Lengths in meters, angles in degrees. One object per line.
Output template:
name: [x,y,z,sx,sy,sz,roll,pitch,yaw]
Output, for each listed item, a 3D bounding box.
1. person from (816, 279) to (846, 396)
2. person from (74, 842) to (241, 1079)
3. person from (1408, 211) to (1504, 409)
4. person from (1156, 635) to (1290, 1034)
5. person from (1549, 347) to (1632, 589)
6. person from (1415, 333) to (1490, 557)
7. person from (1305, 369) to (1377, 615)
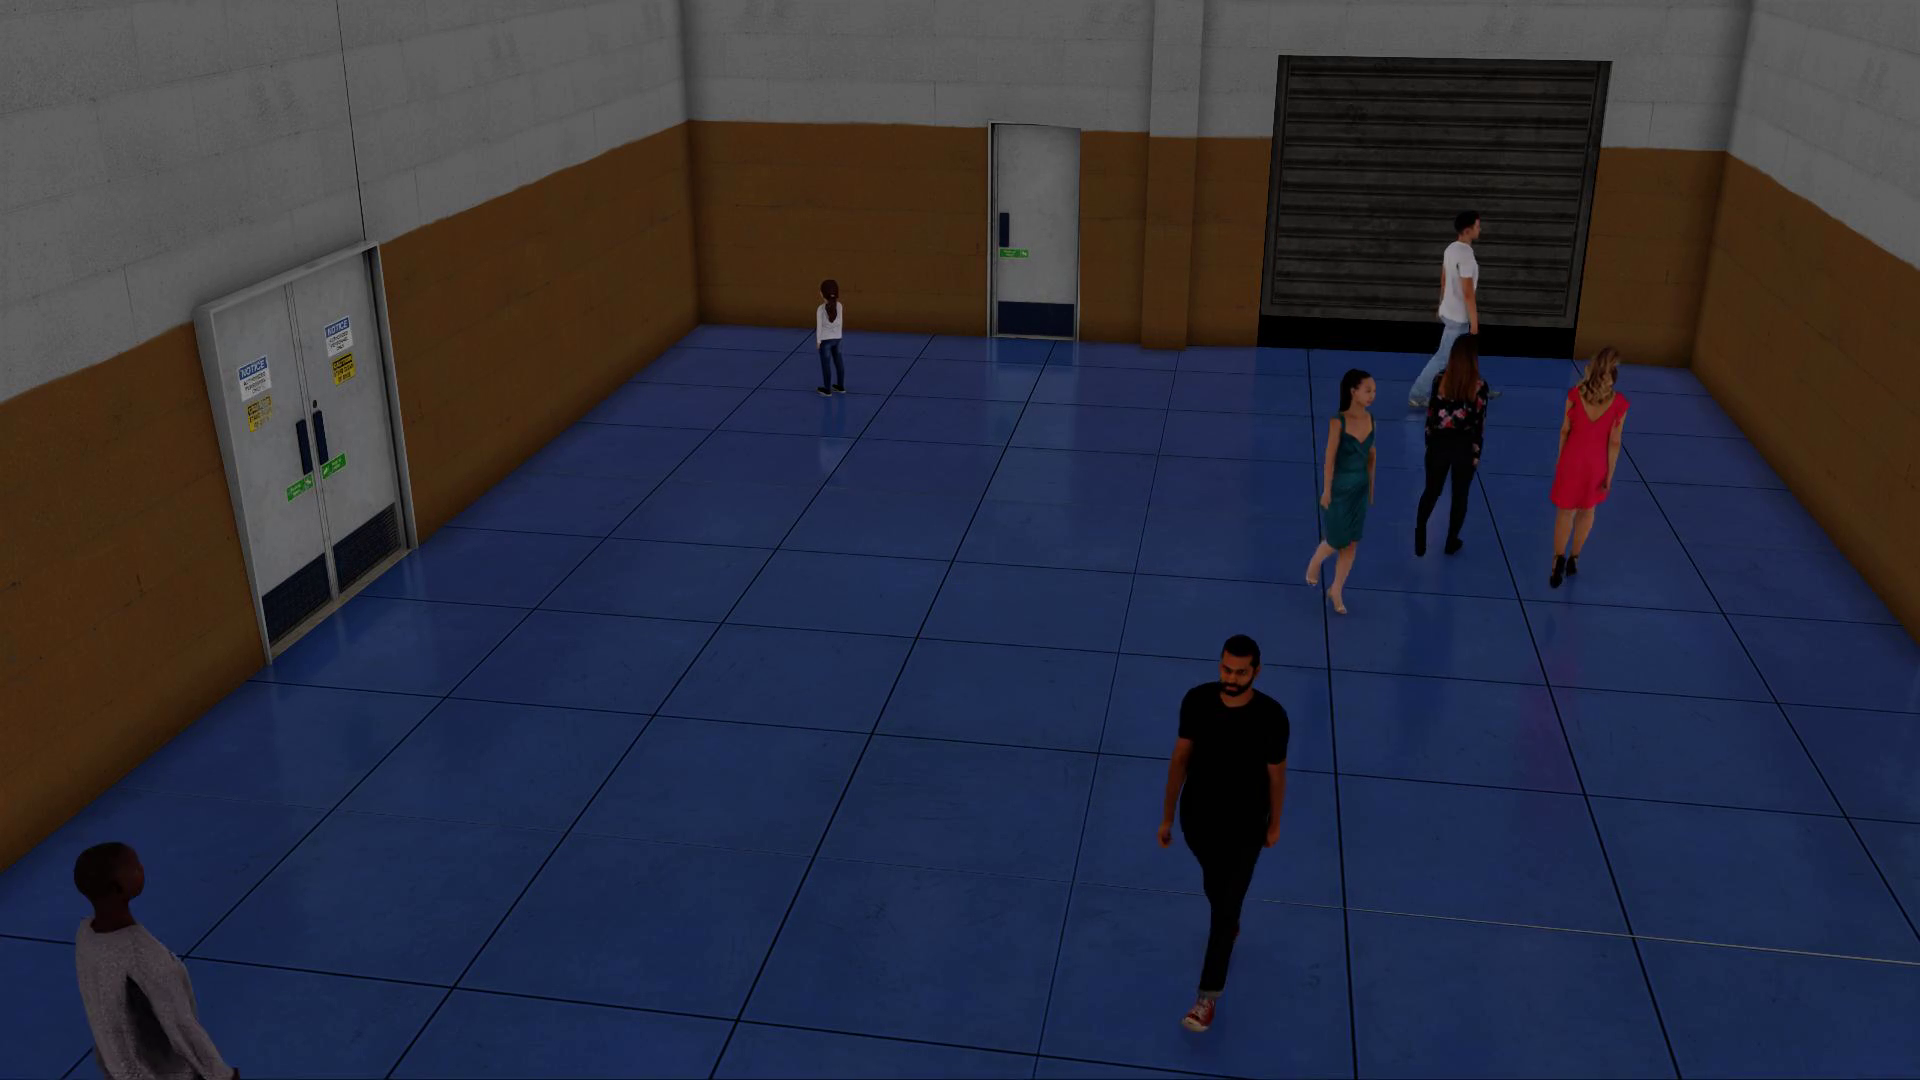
person: [-1.238,-1.947,15.908,0.525,1.112,0.580,-18,28,-38]
person: [-2.792,1.859,5.600,1.189,1.734,1.076,17,28,37]
person: [4.471,-2.053,15.225,1.182,1.818,0.782,1,22,1]
person: [1.175,1.193,7.289,1.169,1.711,0.970,12,25,28]
person: [4.278,-0.457,11.410,0.998,1.699,0.830,9,24,22]
person: [3.499,-0.638,11.902,0.925,1.669,0.851,14,26,31]
person: [2.534,-0.327,11.123,0.745,1.672,0.797,-9,24,-21]
